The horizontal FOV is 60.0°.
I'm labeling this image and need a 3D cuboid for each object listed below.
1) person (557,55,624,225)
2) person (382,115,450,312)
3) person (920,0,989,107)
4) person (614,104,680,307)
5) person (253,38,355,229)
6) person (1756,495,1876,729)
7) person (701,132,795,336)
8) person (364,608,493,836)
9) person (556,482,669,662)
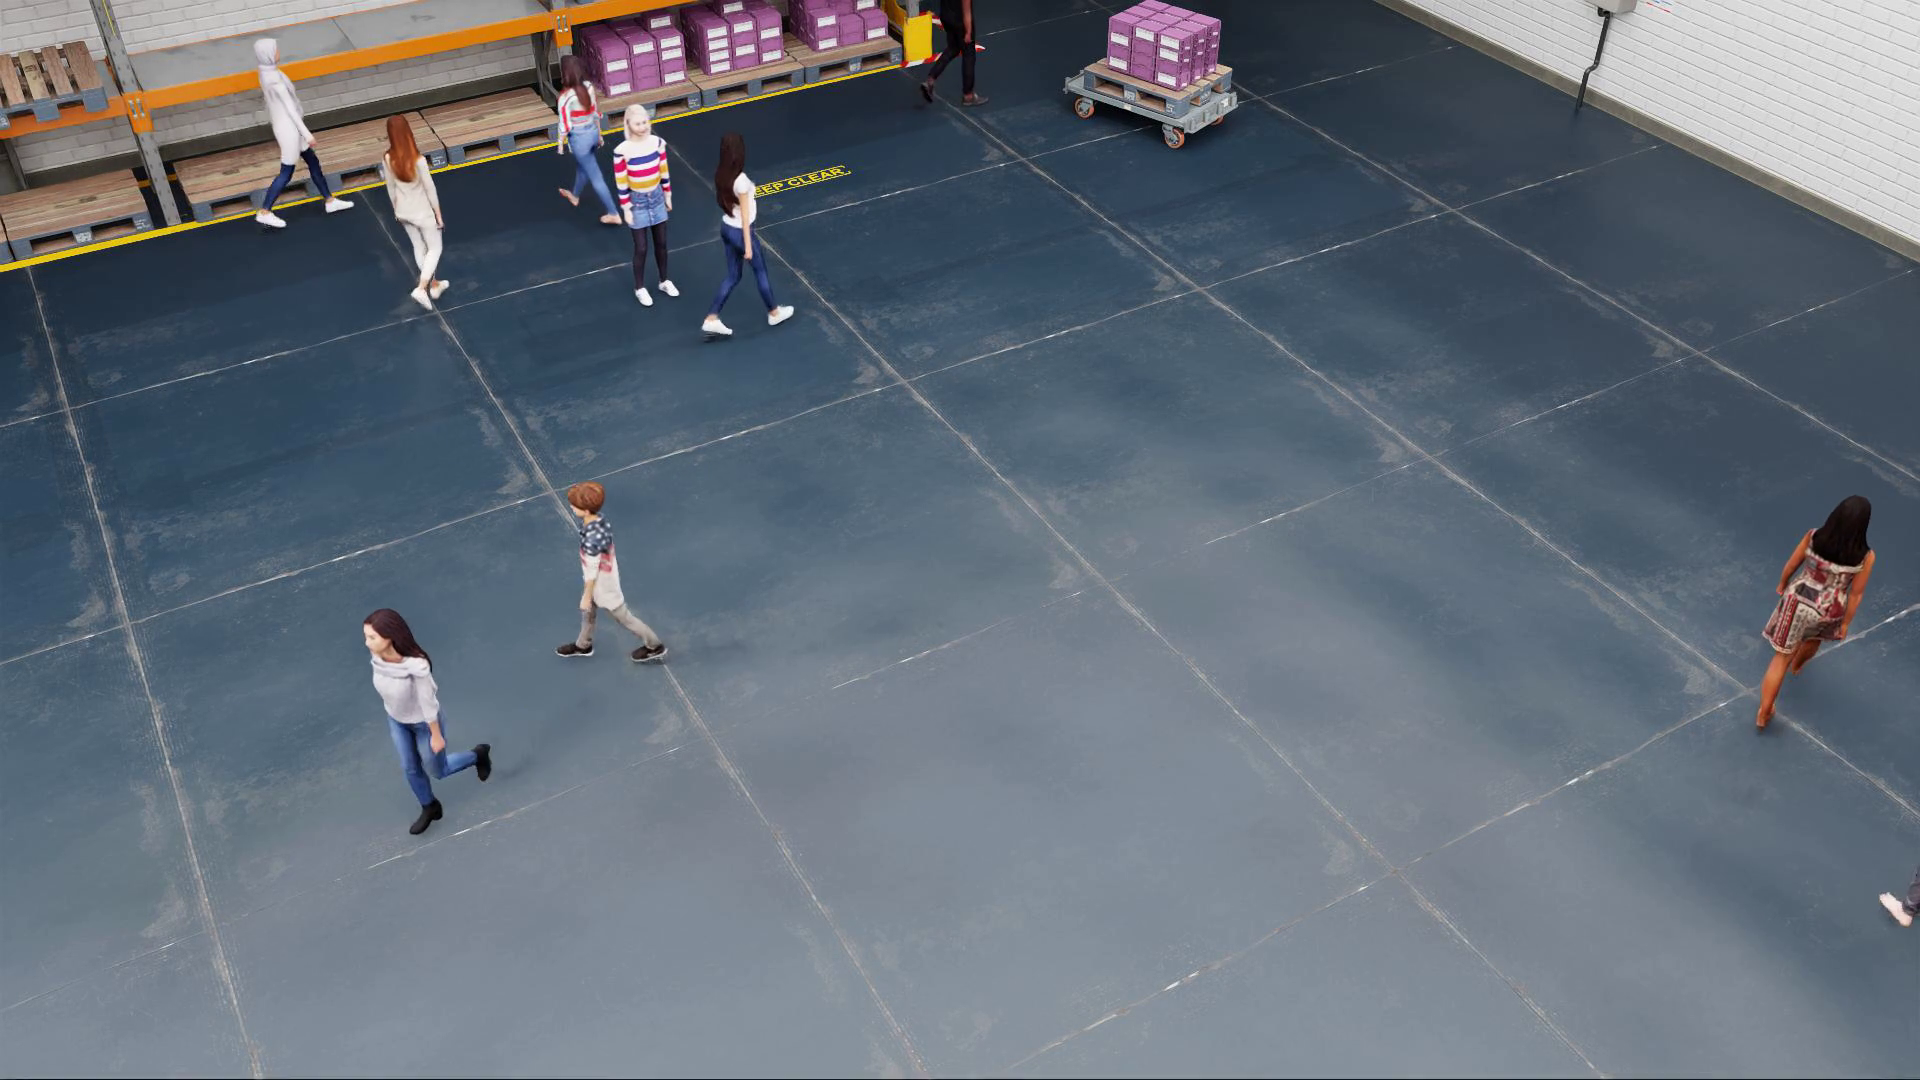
[{"bbox_3d":[-3.394,-3.644,15.314,1.018,1.568,1.082,19,42,22],"label":"person"},{"bbox_3d":[-4.627,-2.728,14.069,0.920,1.692,0.968,8,39,10],"label":"person"},{"bbox_3d":[-0.086,-5.357,17.269,0.951,1.805,0.687,-19,42,-22],"label":"person"},{"bbox_3d":[-2.680,-2.859,14.141,0.488,1.806,0.726,-25,45,-28],"label":"person"},{"bbox_3d":[-6.225,-3.669,15.209,1.118,1.739,0.621,-19,42,-22],"label":"person"},{"bbox_3d":[5.170,0.467,10.146,0.936,1.594,1.194,23,44,26],"label":"person"},{"bbox_3d":[-1.903,-2.465,13.705,1.078,1.735,0.707,-20,43,-24],"label":"person"},{"bbox_3d":[-3.032,0.993,9.476,0.842,1.609,0.969,21,43,24],"label":"person"},{"bbox_3d":[-2.206,0.248,10.572,1.021,1.406,0.774,-4,39,-5],"label":"person"}]
